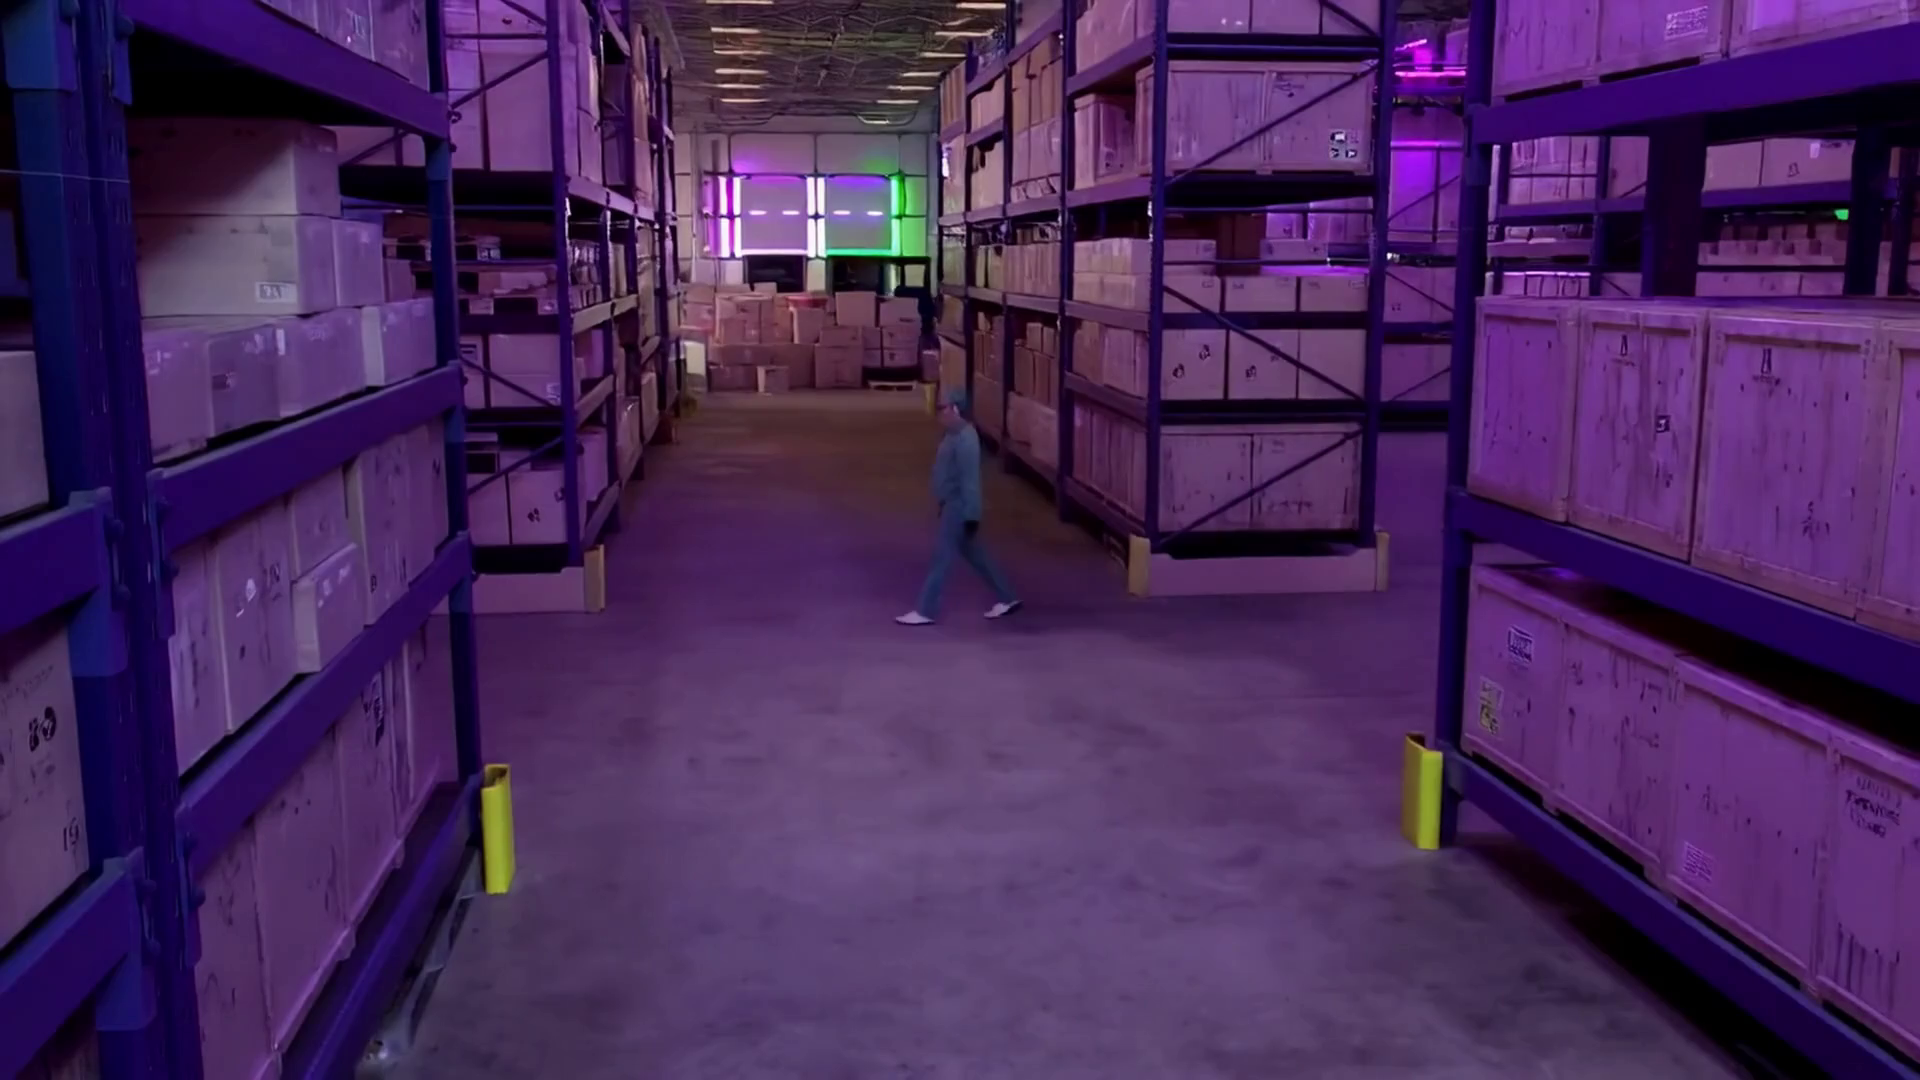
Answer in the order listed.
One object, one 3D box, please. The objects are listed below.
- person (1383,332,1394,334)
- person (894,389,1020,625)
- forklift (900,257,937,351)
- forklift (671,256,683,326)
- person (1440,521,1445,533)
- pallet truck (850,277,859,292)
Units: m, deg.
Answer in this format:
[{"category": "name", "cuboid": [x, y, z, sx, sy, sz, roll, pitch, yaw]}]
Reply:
[{"category": "person", "cuboid": [8.791, -3.908, 34.105, 0.410, 1.917, 0.564, 2, 10, 11]}, {"category": "person", "cuboid": [0.013, -0.260, 13.059, 0.994, 1.864, 0.664, -1, 10, -6]}, {"category": "forklift", "cuboid": [-1.358, -7.151, 50.199, 1.129, 2.768, 1.873, 2, 10, 10]}, {"category": "forklift", "cuboid": [-11.330, -9.537, 64.090, 1.129, 2.768, 1.873, -1, 10, -7]}, {"category": "person", "cuboid": [5.274, -0.797, 16.766, 0.541, 1.657, 0.874, -9, 13, -43]}, {"category": "pallet truck", "cuboid": [-3.782, -9.391, 65.808, 1.885, 1.965, 0.823, 2, 10, 10]}]
